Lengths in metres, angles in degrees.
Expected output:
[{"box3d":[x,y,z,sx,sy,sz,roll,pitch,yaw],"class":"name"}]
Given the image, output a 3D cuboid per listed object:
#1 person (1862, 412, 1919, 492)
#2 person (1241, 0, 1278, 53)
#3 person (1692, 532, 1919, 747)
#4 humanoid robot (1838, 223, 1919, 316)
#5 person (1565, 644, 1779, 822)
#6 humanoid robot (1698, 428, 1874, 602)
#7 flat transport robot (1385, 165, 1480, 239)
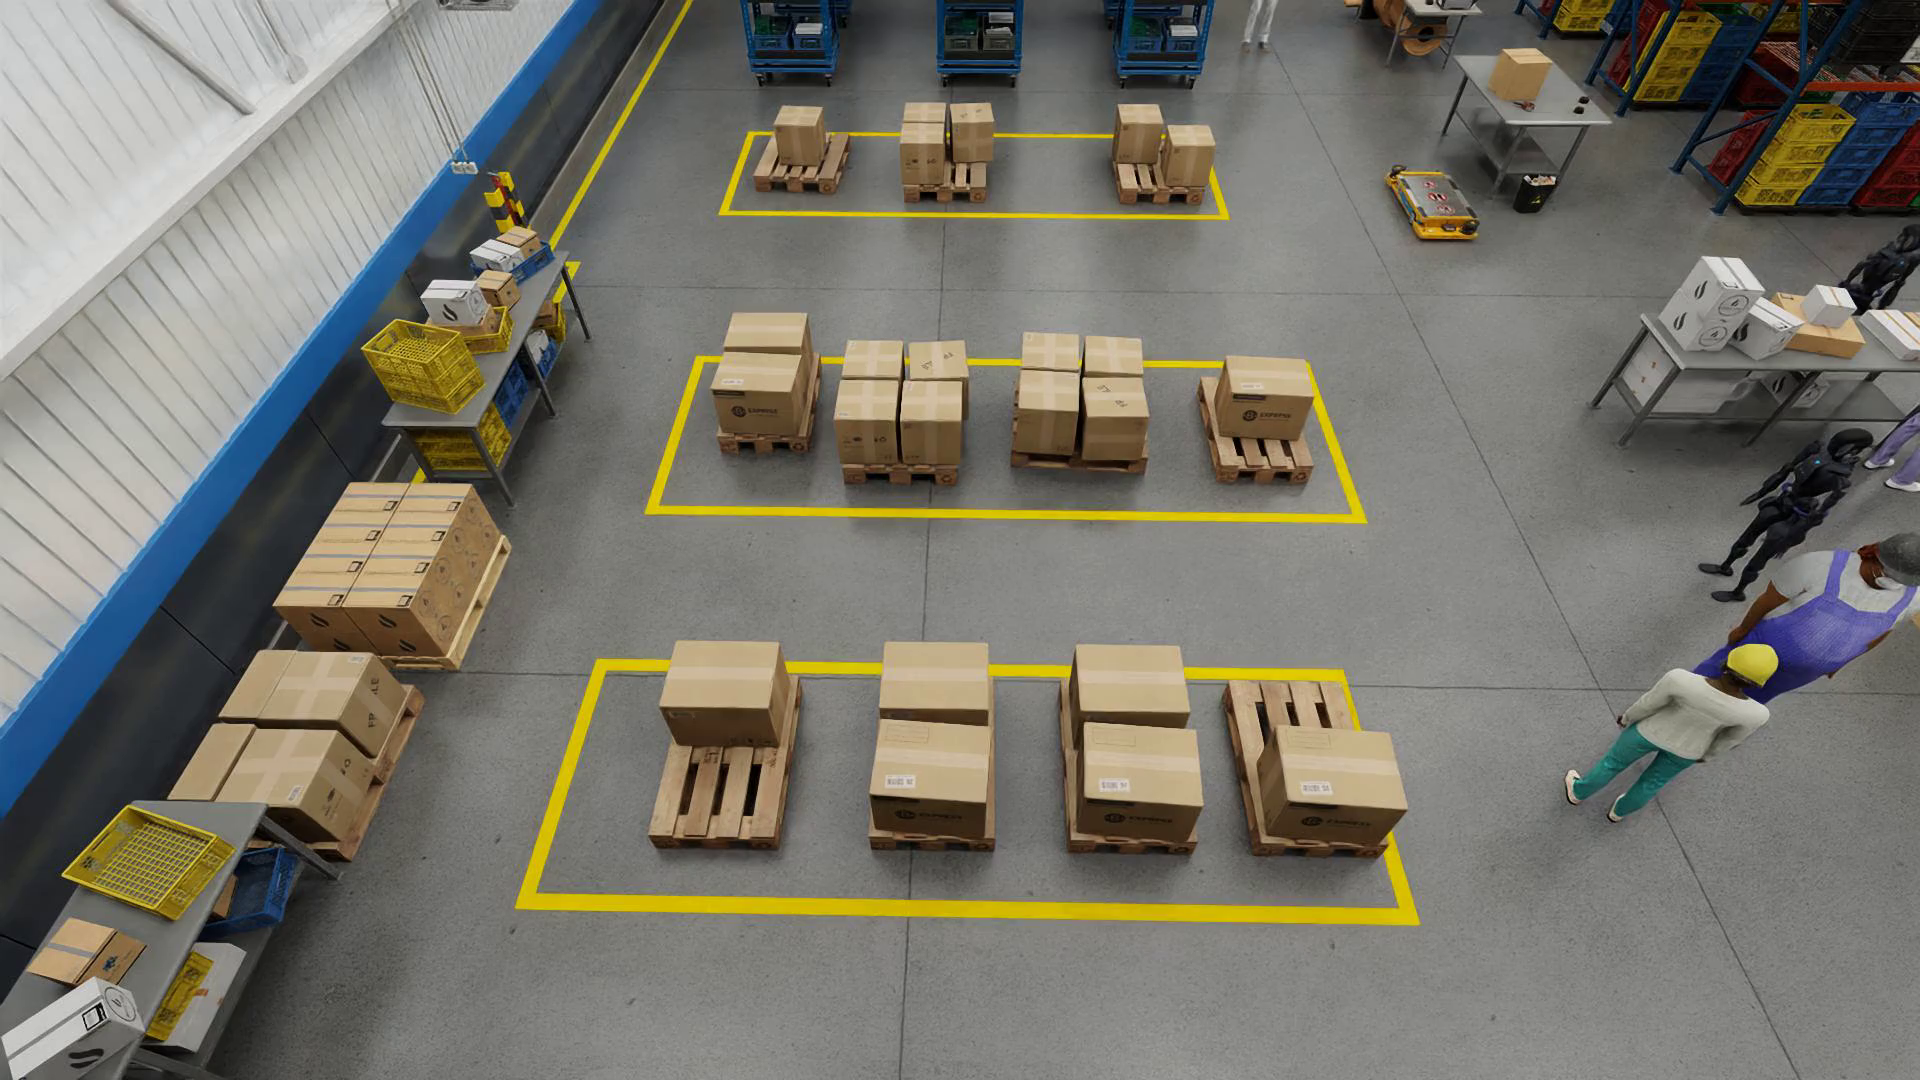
[{"box3d":[8.296,-1.212,7.489,0.379,1.922,0.586,-2,49,-2],"class":"person"},{"box3d":[4.623,-8.284,13.646,0.567,1.877,0.344,-5,49,-4],"class":"person"},{"box3d":[5.305,0.653,5.797,0.680,2.000,0.536,22,53,18],"class":"person"},{"box3d":[8.238,-2.155,8.465,0.567,1.653,0.318,-1,49,-1],"class":"humanoid robot"},{"box3d":[4.274,1.173,5.527,0.524,1.768,0.314,26,54,21],"class":"person"},{"box3d":[6.086,-0.191,6.766,0.339,1.650,0.573,7,50,6],"class":"humanoid robot"},{"box3d":[5.692,-4.094,11.059,0.652,0.197,1.431,1,49,1],"class":"flat transport robot"}]
